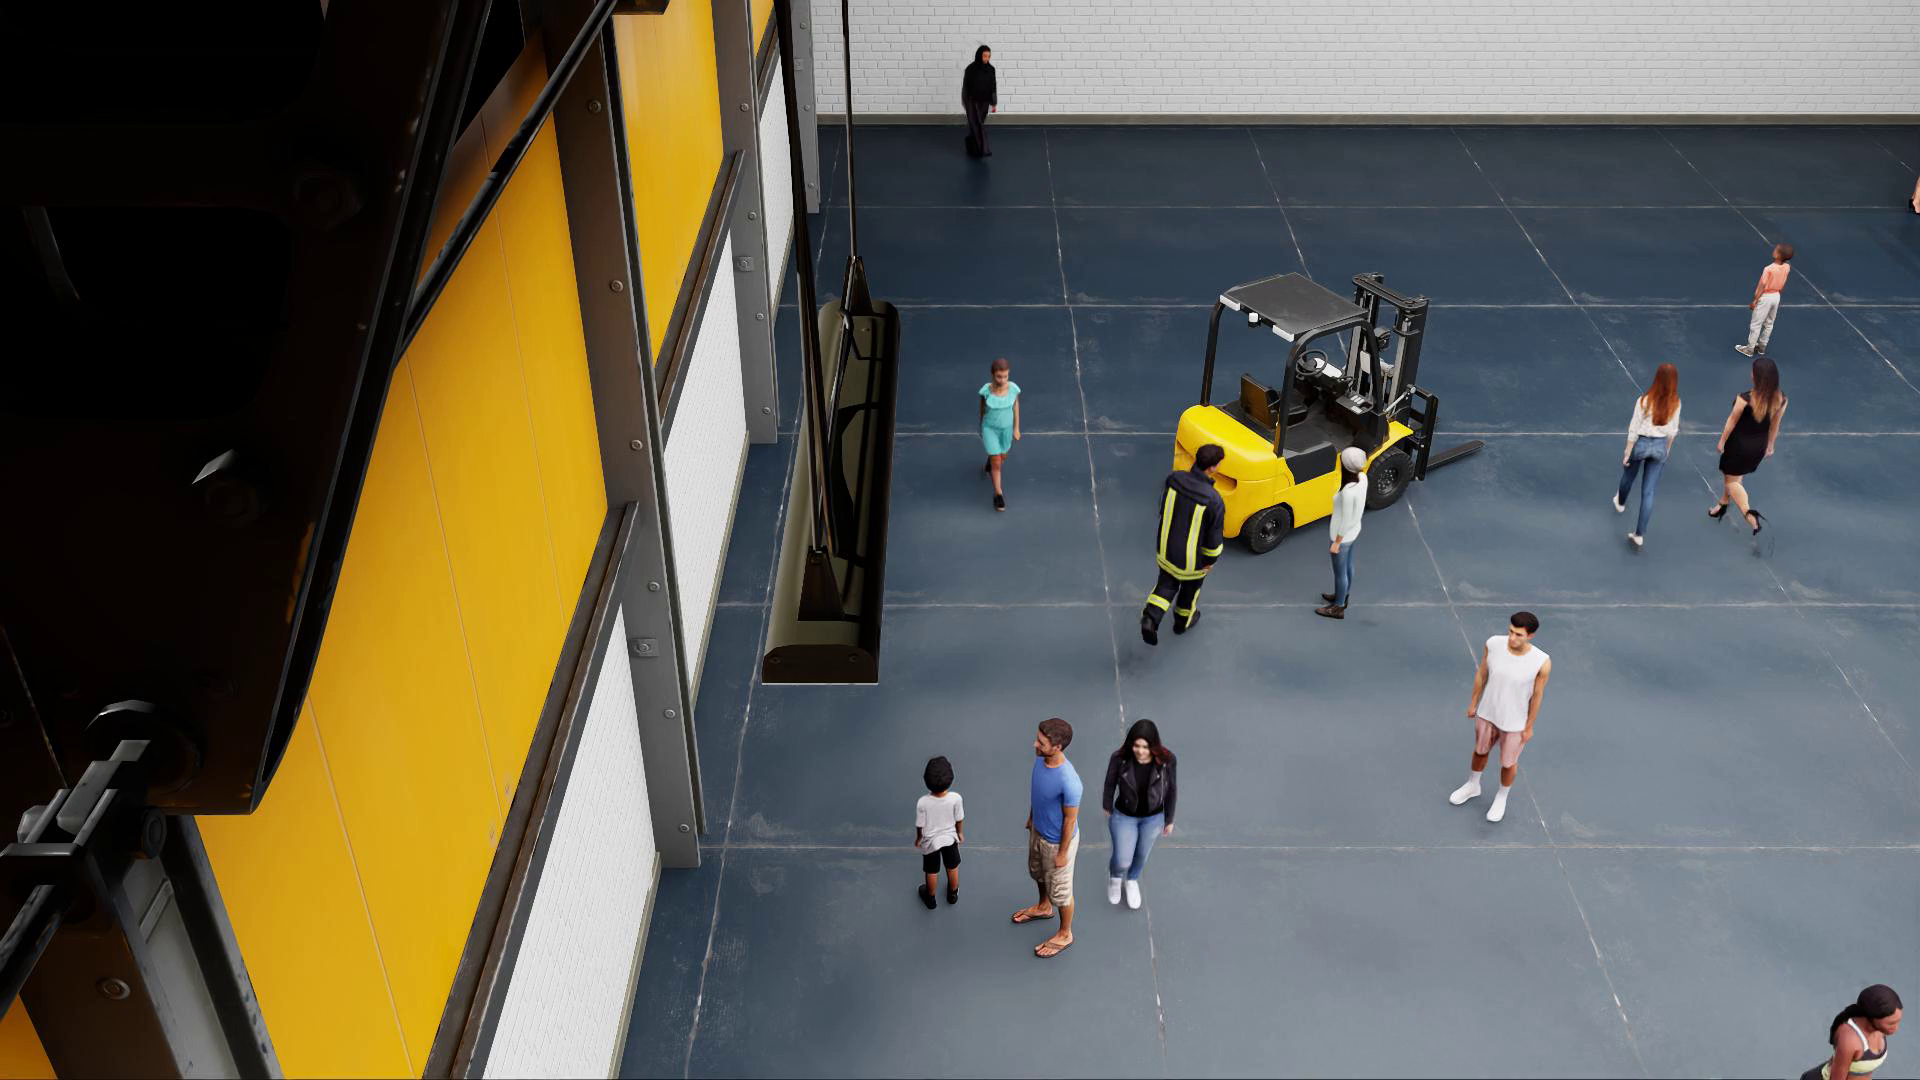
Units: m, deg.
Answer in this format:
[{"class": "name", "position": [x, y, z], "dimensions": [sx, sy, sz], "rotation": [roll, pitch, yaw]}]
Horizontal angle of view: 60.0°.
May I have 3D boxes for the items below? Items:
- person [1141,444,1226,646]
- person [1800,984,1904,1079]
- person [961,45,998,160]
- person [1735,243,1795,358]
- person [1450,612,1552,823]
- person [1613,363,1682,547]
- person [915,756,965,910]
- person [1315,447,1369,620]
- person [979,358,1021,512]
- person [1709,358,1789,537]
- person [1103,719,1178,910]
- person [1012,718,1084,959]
[{"class": "person", "position": [1.794, 0.070, 13.579], "dimensions": [1.130, 1.896, 1.209], "rotation": [25, 41, 32]}, {"class": "person", "position": [4.775, 3.027, 9.282], "dimensions": [0.880, 1.727, 1.023], "rotation": [-19, 38, -26]}, {"class": "person", "position": [0.205, -6.163, 23.230], "dimensions": [0.861, 1.592, 1.176], "rotation": [-8, 35, -12]}, {"class": "person", "position": [8.837, -2.634, 18.178], "dimensions": [0.536, 1.308, 0.549], "rotation": [-9, 35, -13]}, {"class": "person", "position": [3.917, 1.235, 11.926], "dimensions": [0.723, 1.786, 0.770], "rotation": [26, 42, 34]}, {"class": "person", "position": [6.223, -0.748, 15.002], "dimensions": [0.747, 1.683, 1.171], "rotation": [6, 34, 9]}, {"class": "person", "position": [-0.141, 1.988, 11.268], "dimensions": [0.538, 1.260, 0.546], "rotation": [-8, 34, -12]}, {"class": "person", "position": [3.247, -0.077, 14.025], "dimensions": [0.697, 1.647, 0.580], "rotation": [17, 37, 23]}, {"class": "person", "position": [0.335, -1.076, 15.641], "dimensions": [0.648, 1.523, 1.014], "rotation": [-4, 34, -6]}, {"class": "person", "position": [7.165, -0.785, 15.053], "dimensions": [0.796, 1.688, 1.009], "rotation": [-8, 34, -12]}, {"class": "person", "position": [1.195, 1.800, 11.226], "dimensions": [0.628, 1.620, 0.614], "rotation": [-1, 34, -1]}, {"class": "person", "position": [0.610, 1.898, 10.857], "dimensions": [0.784, 1.864, 0.650], "rotation": [-15, 36, -21]}]
